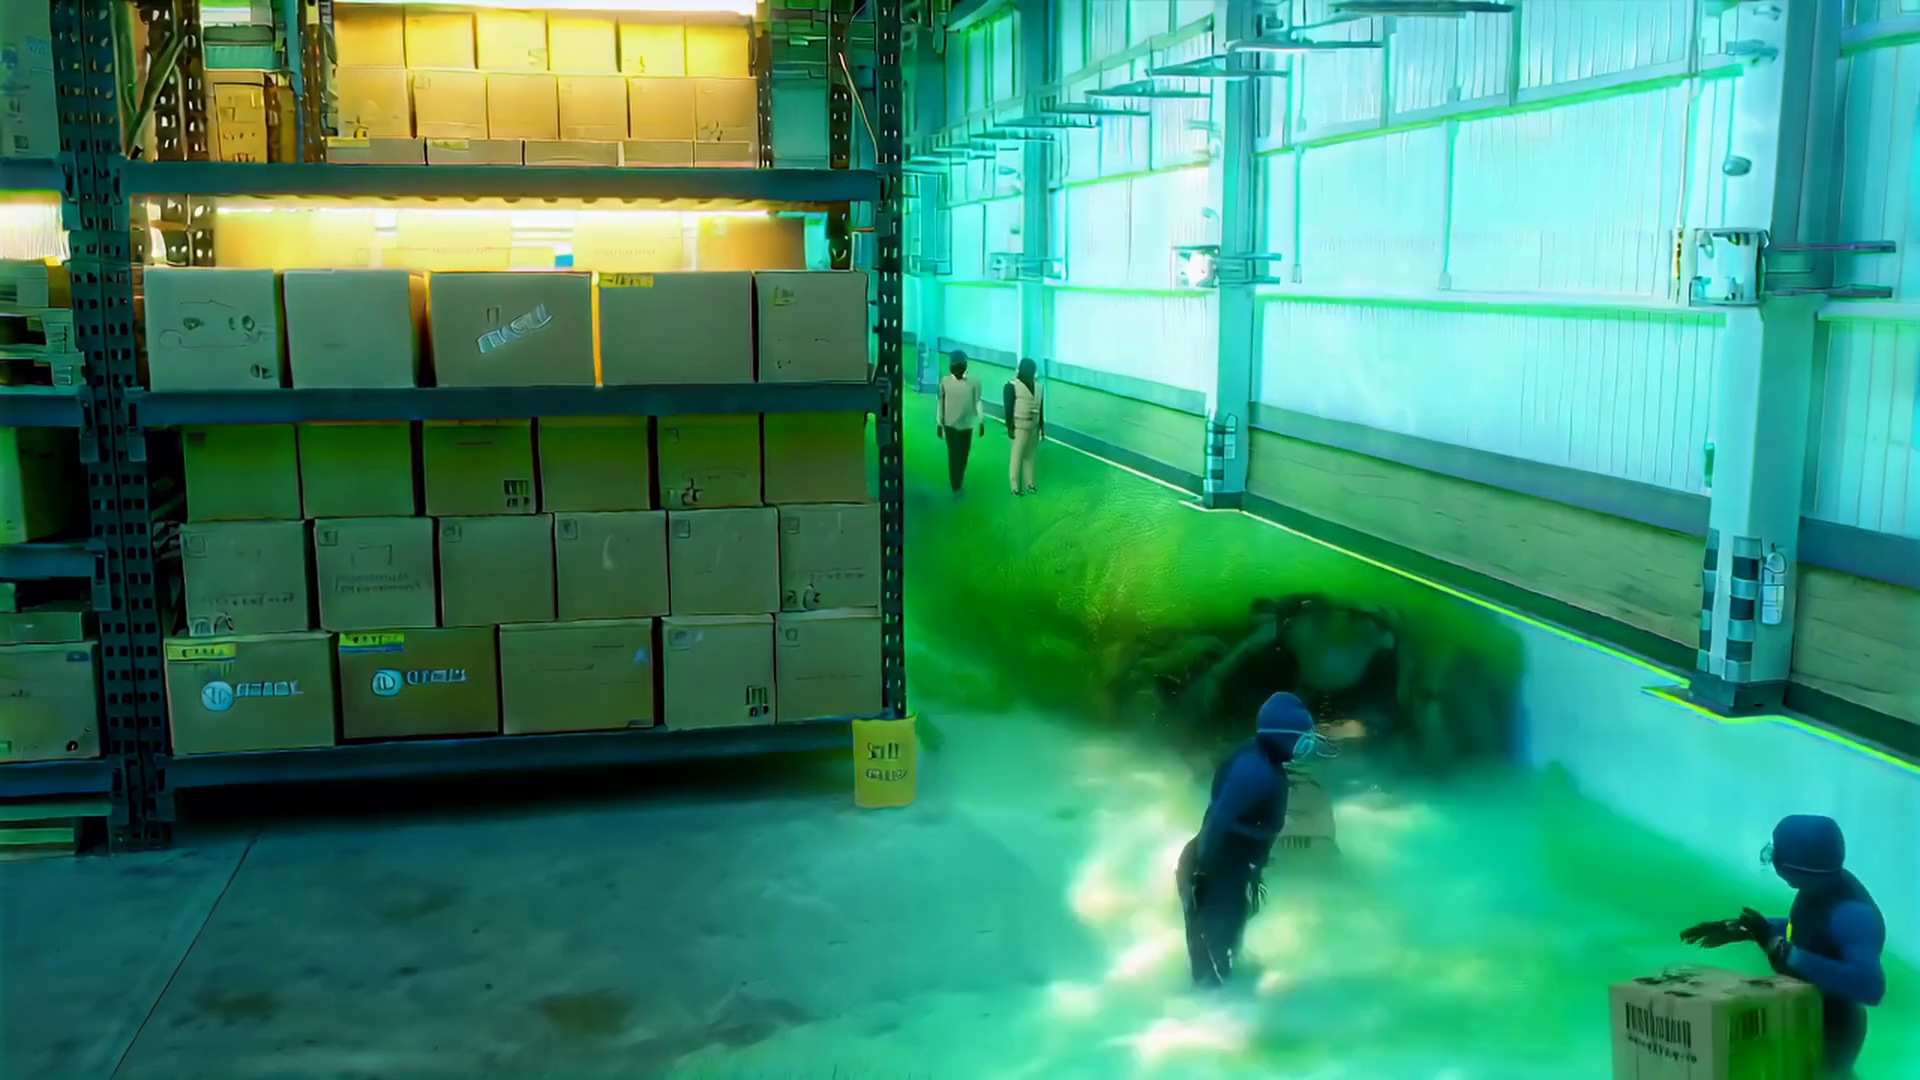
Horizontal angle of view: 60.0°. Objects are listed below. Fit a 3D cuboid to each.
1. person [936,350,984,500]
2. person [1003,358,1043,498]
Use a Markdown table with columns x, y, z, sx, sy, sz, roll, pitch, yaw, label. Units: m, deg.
| x | y | z | sx | sy | sz | roll | pitch | yaw | label |
| --- | --- | --- | --- | --- | --- | --- | --- | --- | --- |
| -0.013 | -1.549 | 22.084 | 0.609 | 1.960 | 0.969 | -2 | 10 | -11 | person |
| 0.868 | -1.476 | 21.968 | 0.626 | 1.842 | 0.429 | -8 | 12 | -41 | person |
